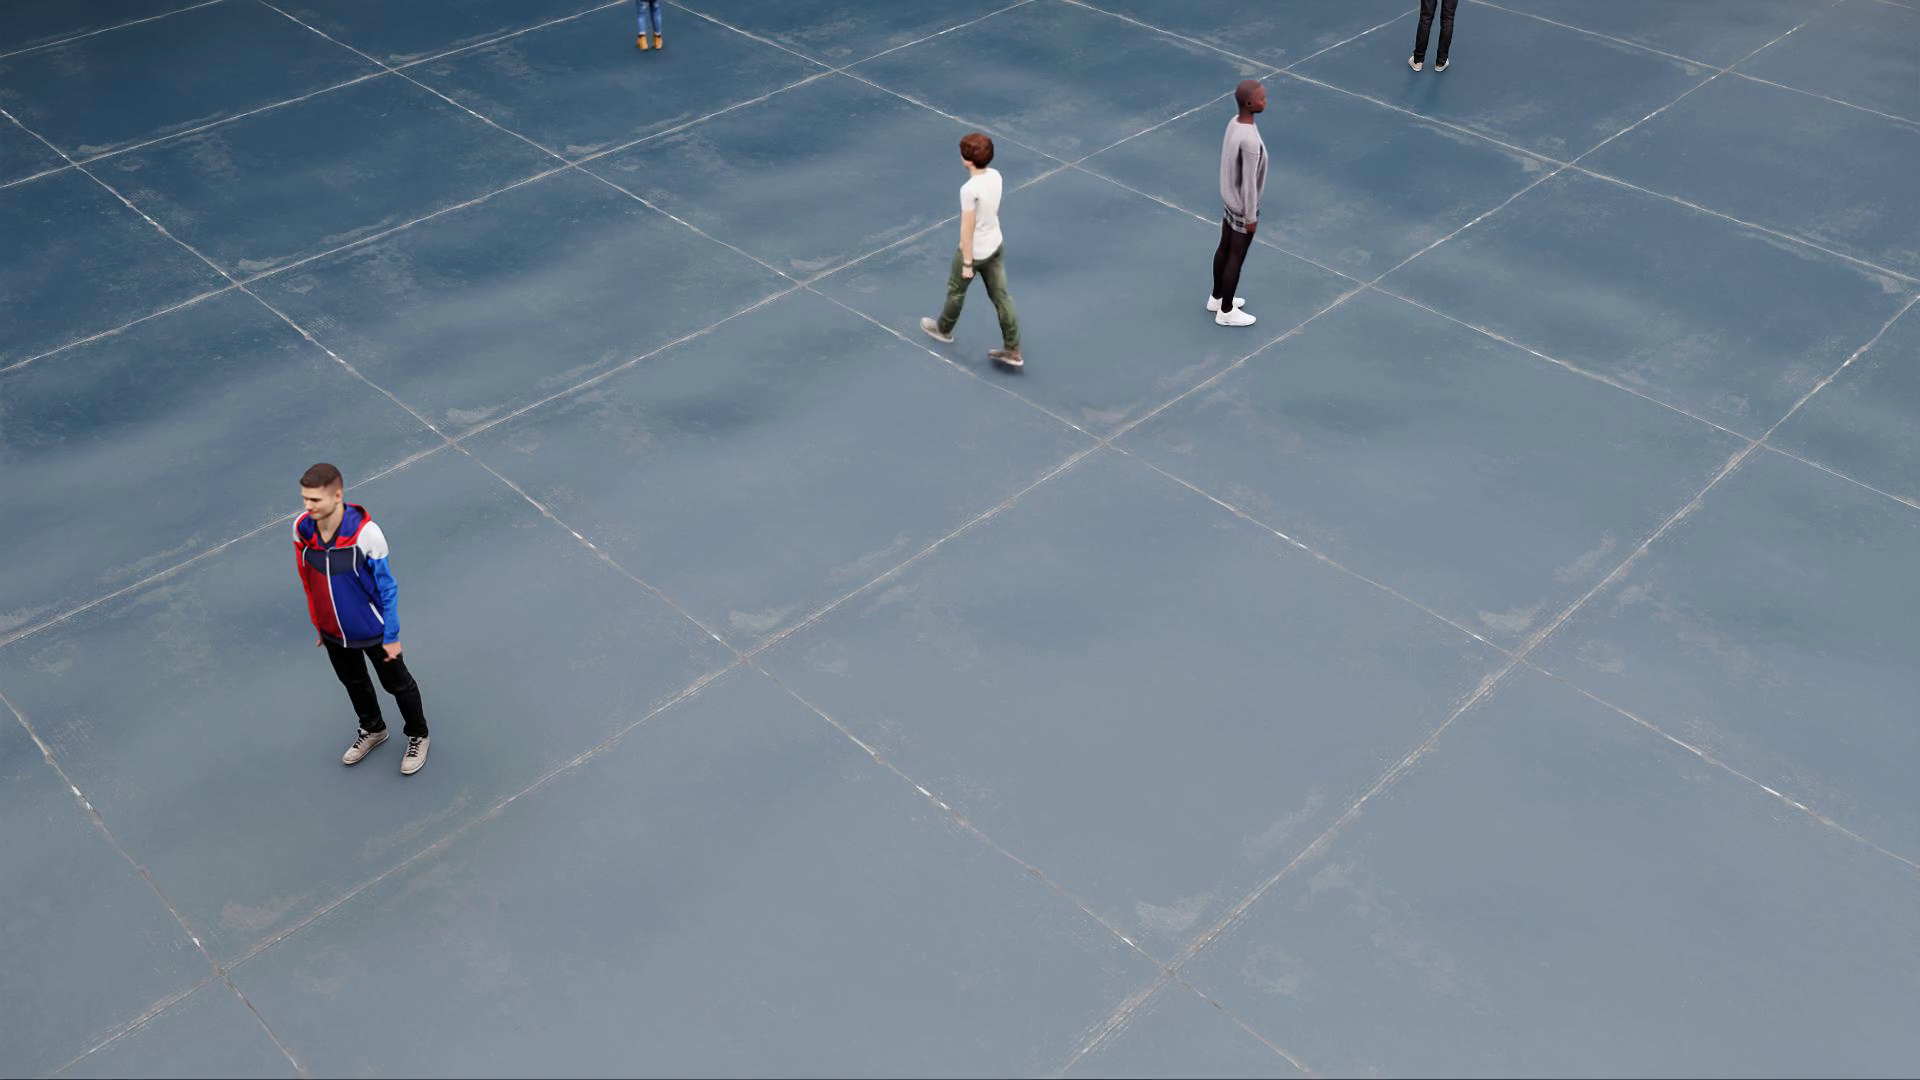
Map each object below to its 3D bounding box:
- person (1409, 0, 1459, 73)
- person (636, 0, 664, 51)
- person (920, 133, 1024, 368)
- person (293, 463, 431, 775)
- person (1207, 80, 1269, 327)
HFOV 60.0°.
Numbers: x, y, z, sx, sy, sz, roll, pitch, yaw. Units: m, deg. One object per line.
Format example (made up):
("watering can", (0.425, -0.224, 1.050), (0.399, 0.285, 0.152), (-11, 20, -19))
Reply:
("person", (4.475, -5.226, 15.385), (0.704, 1.761, 0.727), (6, 38, 8))
("person", (-2.981, -5.302, 15.910), (0.601, 1.246, 0.671), (-9, 38, -12))
("person", (0.203, -1.897, 11.132), (0.728, 1.609, 1.062), (26, 44, 30))
("person", (-2.899, 0.377, 8.019), (0.721, 1.757, 0.728), (8, 38, 11))
("person", (1.940, -2.355, 11.599), (0.726, 1.772, 0.699), (-5, 38, -7))
